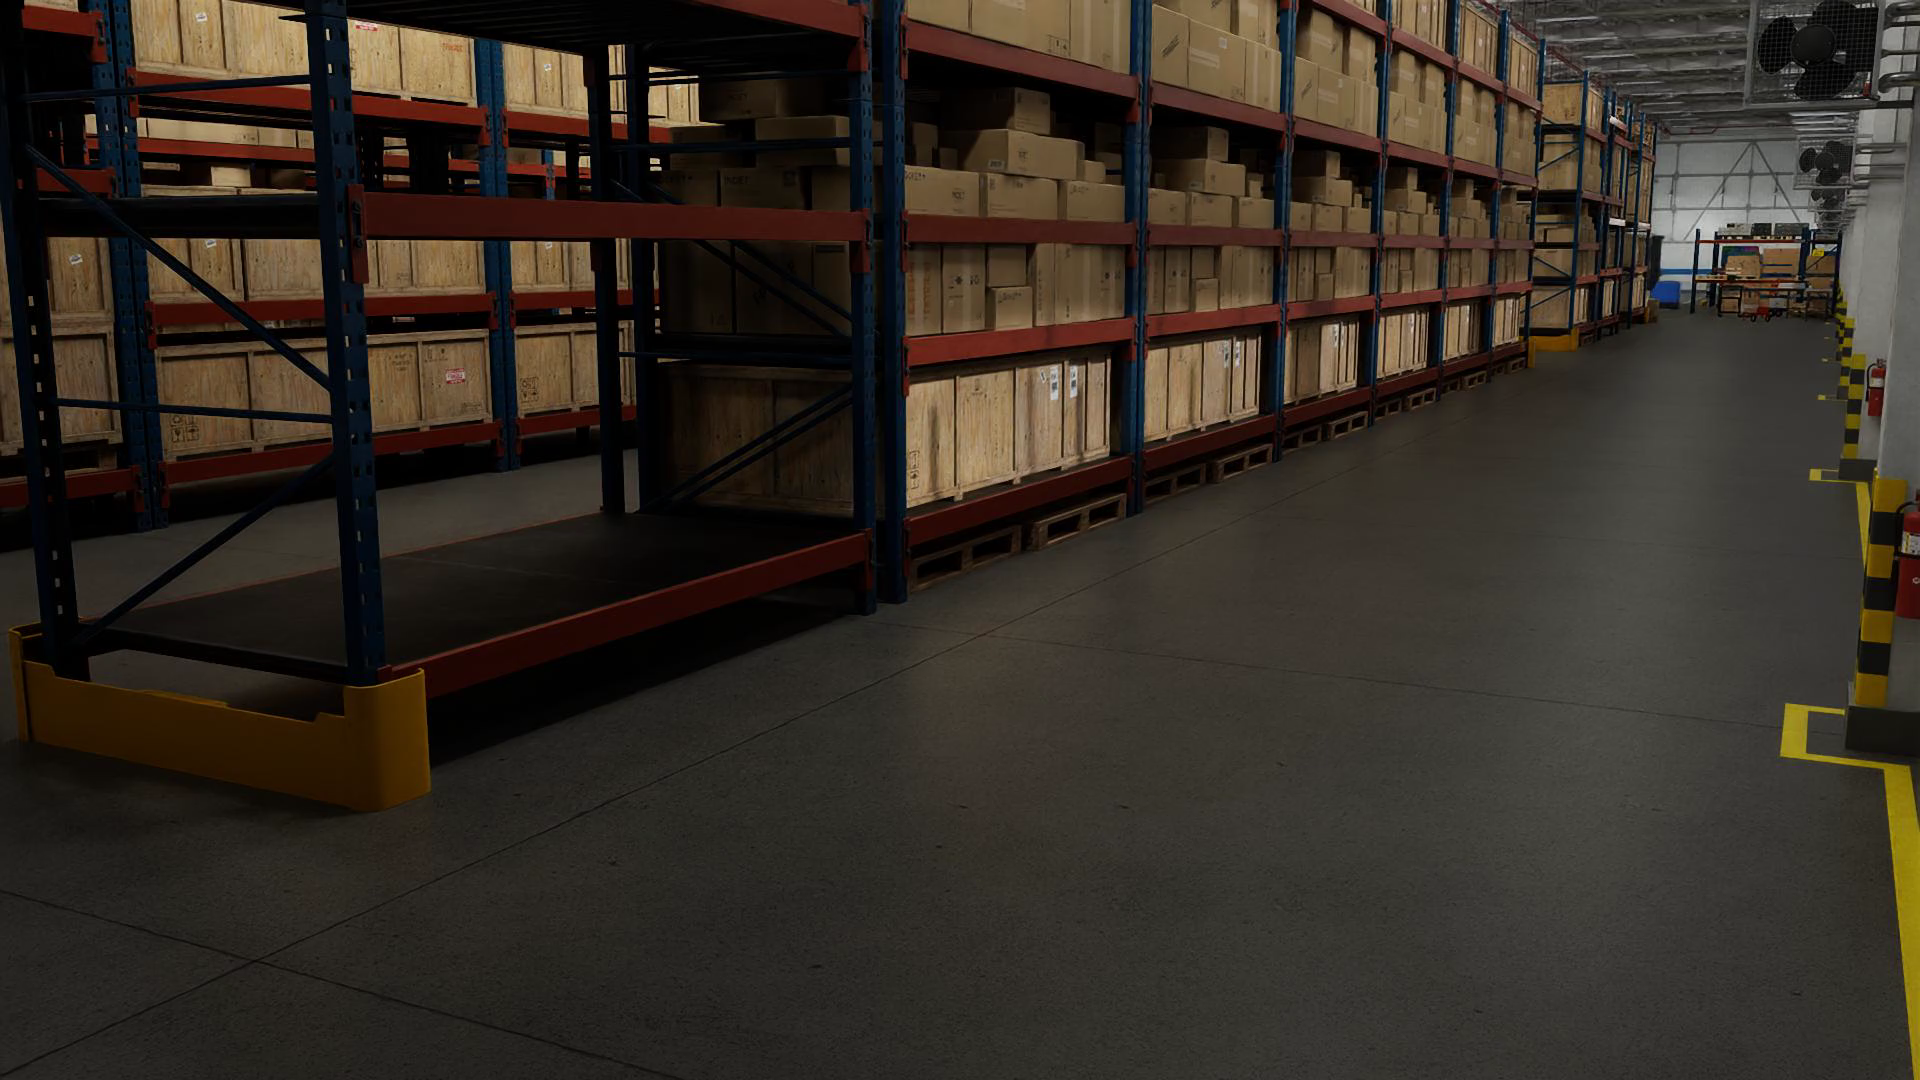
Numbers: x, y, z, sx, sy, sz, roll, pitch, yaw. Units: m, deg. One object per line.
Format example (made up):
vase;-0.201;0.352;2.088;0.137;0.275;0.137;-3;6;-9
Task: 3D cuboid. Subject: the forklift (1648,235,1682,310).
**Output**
forklift;26.381;-10.150;63.110;1.873;2.768;1.129;5;11;27

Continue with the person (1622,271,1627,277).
person;30.245;-11.920;76.083;0.359;1.938;0.545;-4;10;-21
